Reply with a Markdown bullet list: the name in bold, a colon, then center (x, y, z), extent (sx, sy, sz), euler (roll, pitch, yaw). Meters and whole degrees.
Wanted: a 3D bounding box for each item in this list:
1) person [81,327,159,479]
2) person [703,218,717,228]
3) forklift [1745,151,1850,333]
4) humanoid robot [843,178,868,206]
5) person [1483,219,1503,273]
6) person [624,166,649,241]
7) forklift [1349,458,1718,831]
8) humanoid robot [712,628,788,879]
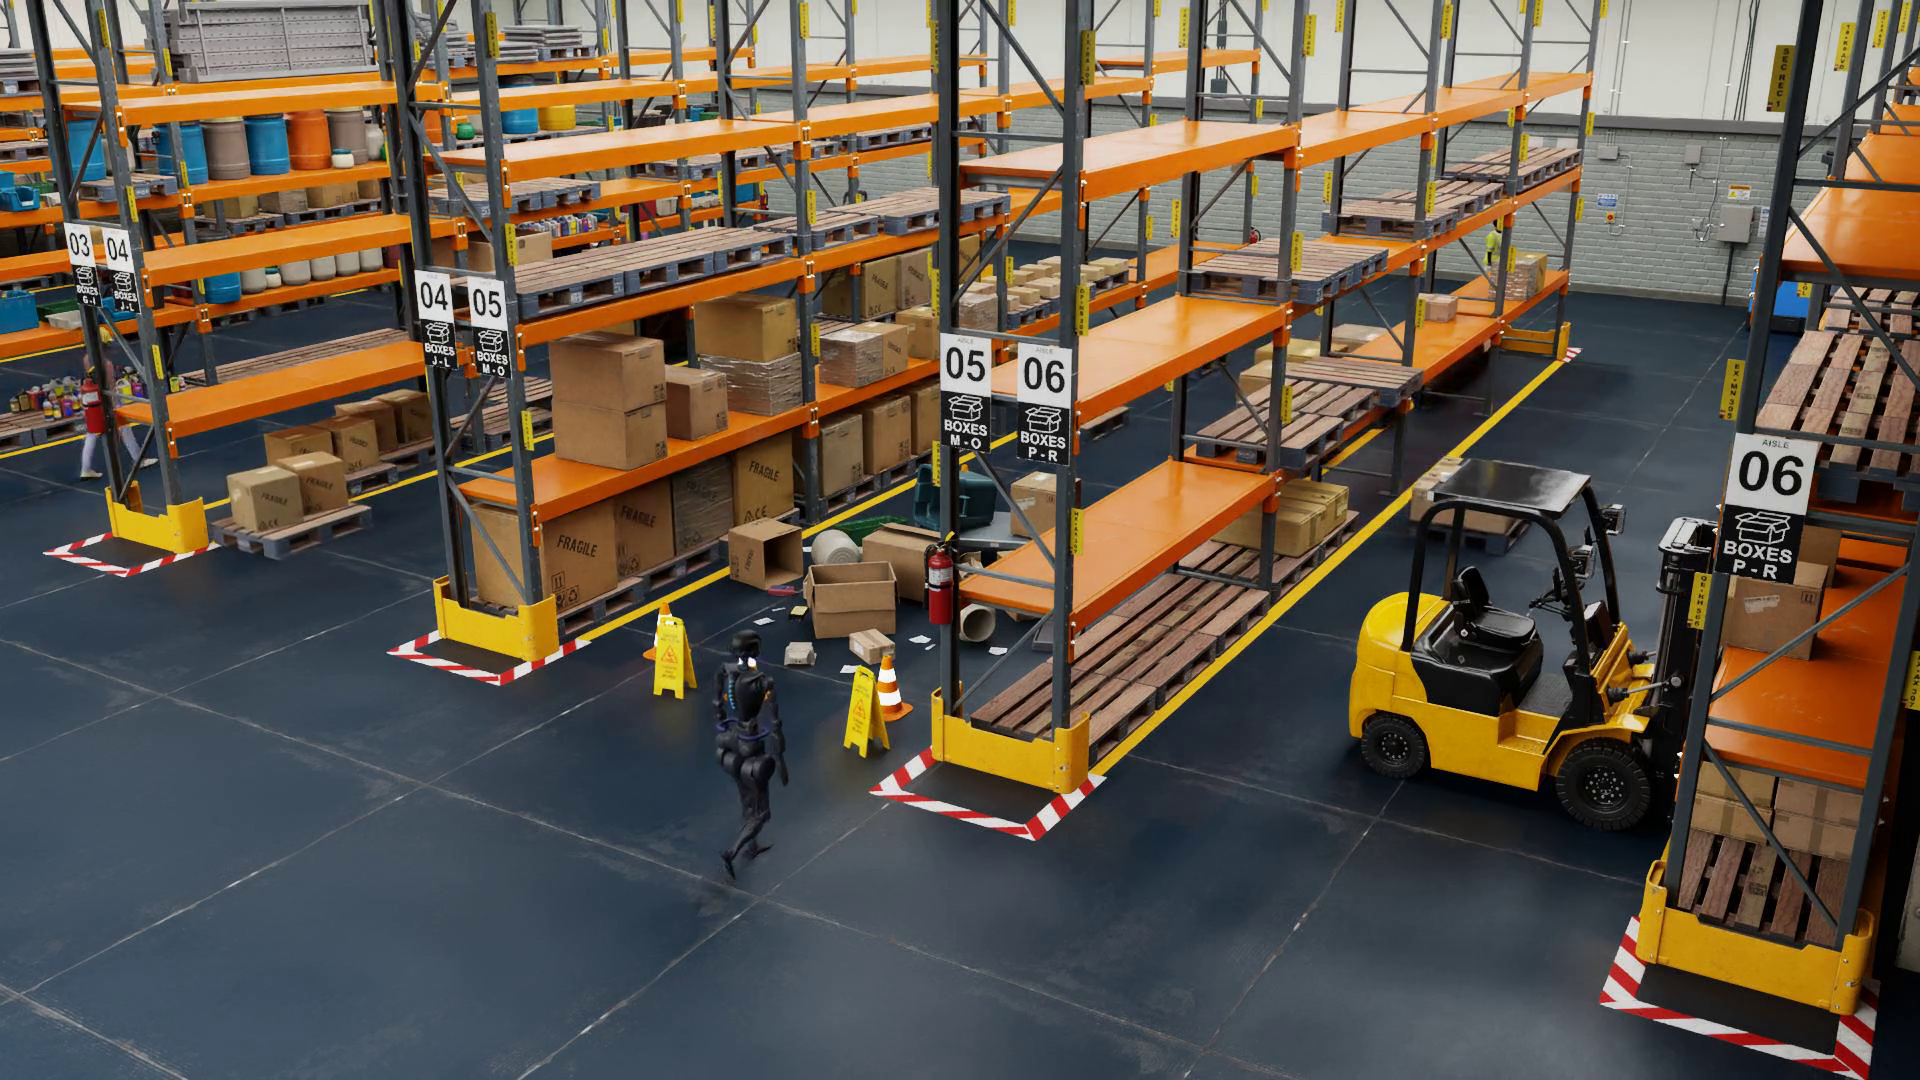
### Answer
- **person**: center (-9.730, -1.571, 18.932), extent (0.532, 1.715, 0.902), euler (10, 21, 27)
- **person**: center (-5.242, -7.061, 34.861), extent (0.492, 1.688, 0.348), euler (-6, 20, -17)
- **forklift**: center (13.620, -4.667, 26.137), extent (1.873, 2.768, 1.129), euler (11, 22, 29)
- **humanoid robot**: center (-2.068, -6.359, 32.910), extent (0.592, 1.629, 0.768), euler (-10, 21, -27)
- **person**: center (8.887, -4.575, 27.653), extent (0.321, 1.697, 0.529), euler (17, 25, 40)
- **person**: center (-6.632, -6.847, 34.151), extent (0.600, 1.739, 0.950), euler (-6, 20, -18)
- **forklift**: center (3.988, 0.658, 11.776), extent (2.313, 2.155, 1.214), euler (11, 22, 29)
- **humanoid robot**: center (-1.423, 1.347, 10.595), extent (0.601, 1.641, 0.608), euler (13, 23, 33)
